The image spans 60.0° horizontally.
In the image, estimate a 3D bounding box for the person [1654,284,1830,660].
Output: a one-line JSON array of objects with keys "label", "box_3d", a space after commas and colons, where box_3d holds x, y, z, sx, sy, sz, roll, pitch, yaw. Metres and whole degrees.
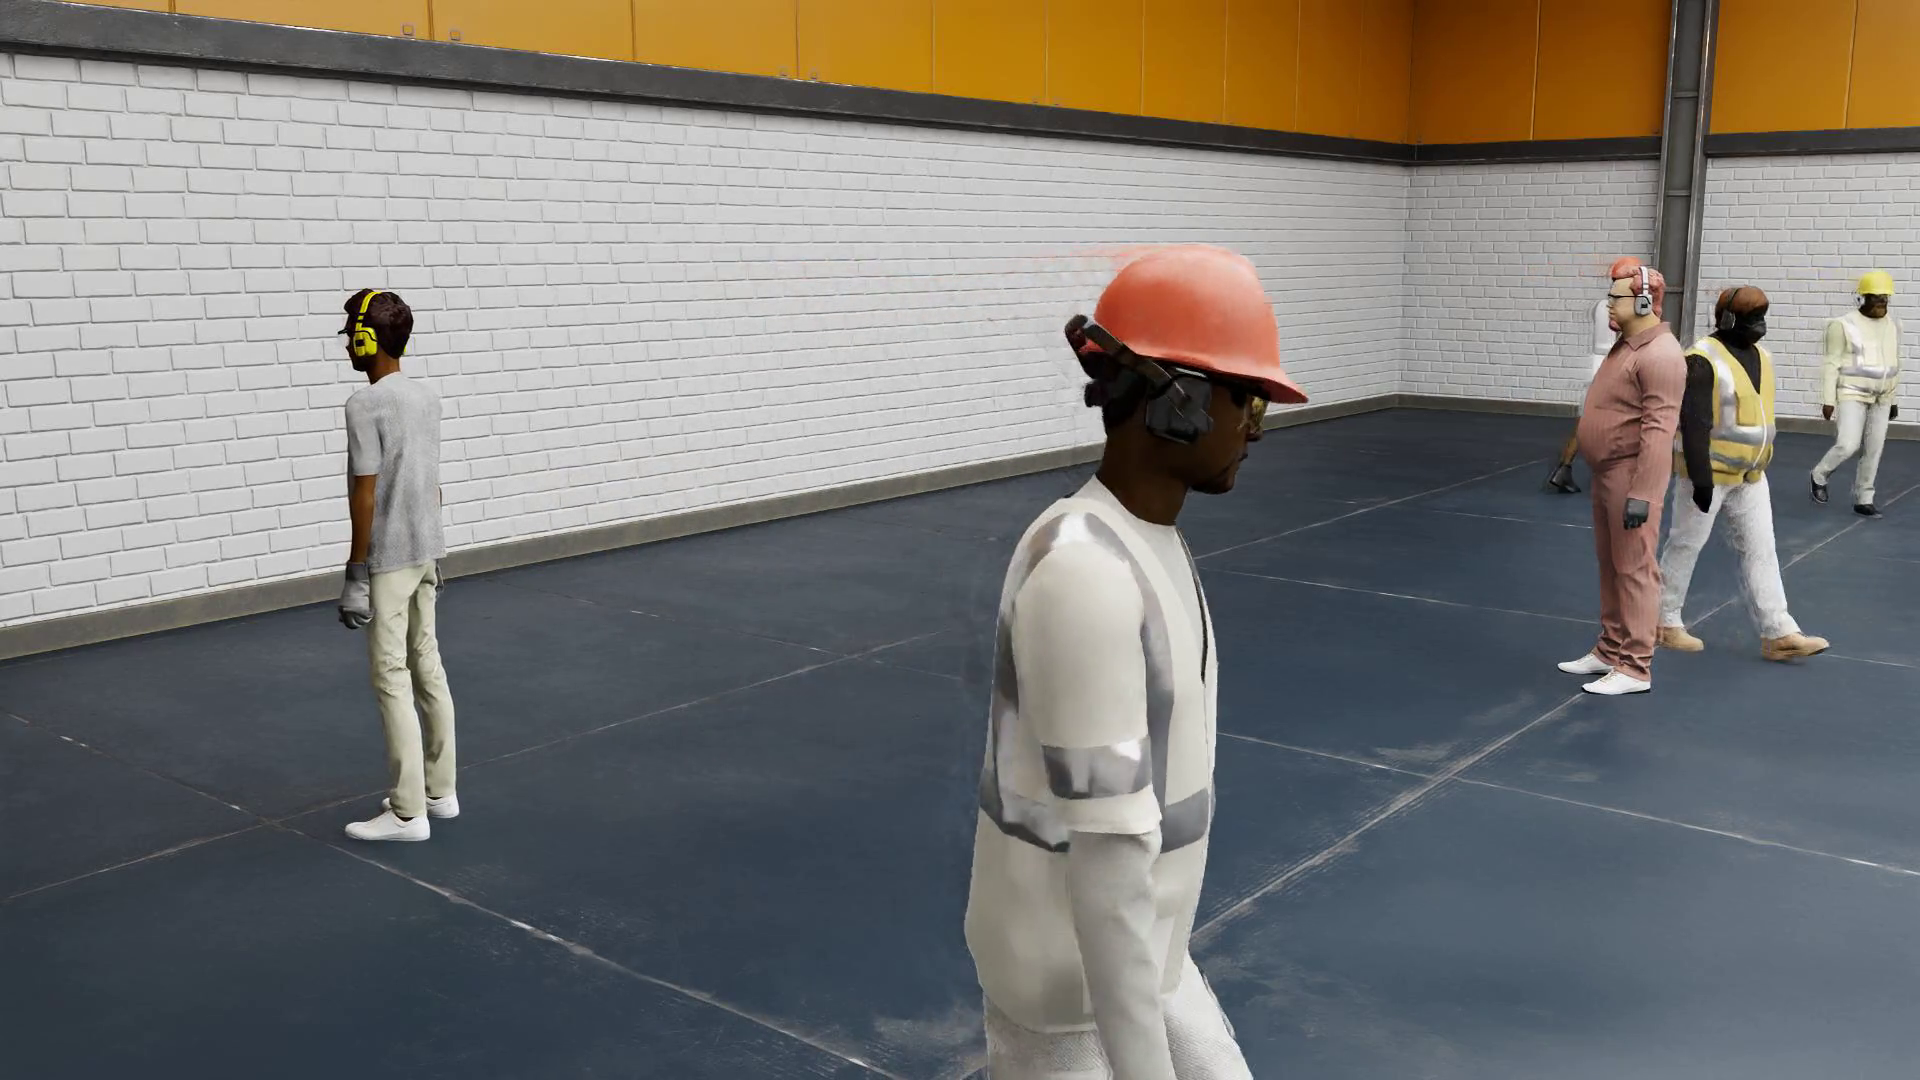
[{"label": "person", "box_3d": [3.757, -0.304, 7.969, 0.650, 1.802, 0.899, -5, 12, -27]}]

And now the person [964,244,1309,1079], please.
[{"label": "person", "box_3d": [0.237, 0.600, 2.378, 0.572, 2.010, 0.649, 4, 11, 20]}]

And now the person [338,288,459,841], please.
[{"label": "person", "box_3d": [-1.924, 0.090, 5.646, 0.332, 1.866, 0.515, 2, 10, 12]}]

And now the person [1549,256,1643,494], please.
[{"label": "person", "box_3d": [5.181, -1.300, 13.232, 0.963, 1.903, 0.543, -4, 11, -23]}]

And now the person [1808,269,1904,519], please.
[{"label": "person", "box_3d": [6.602, -1.073, 12.213, 0.595, 1.815, 0.546, -2, 10, -8]}]

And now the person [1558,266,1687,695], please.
[{"label": "person", "box_3d": [2.973, -0.264, 7.466, 0.409, 1.909, 0.642, 1, 10, 5]}]
